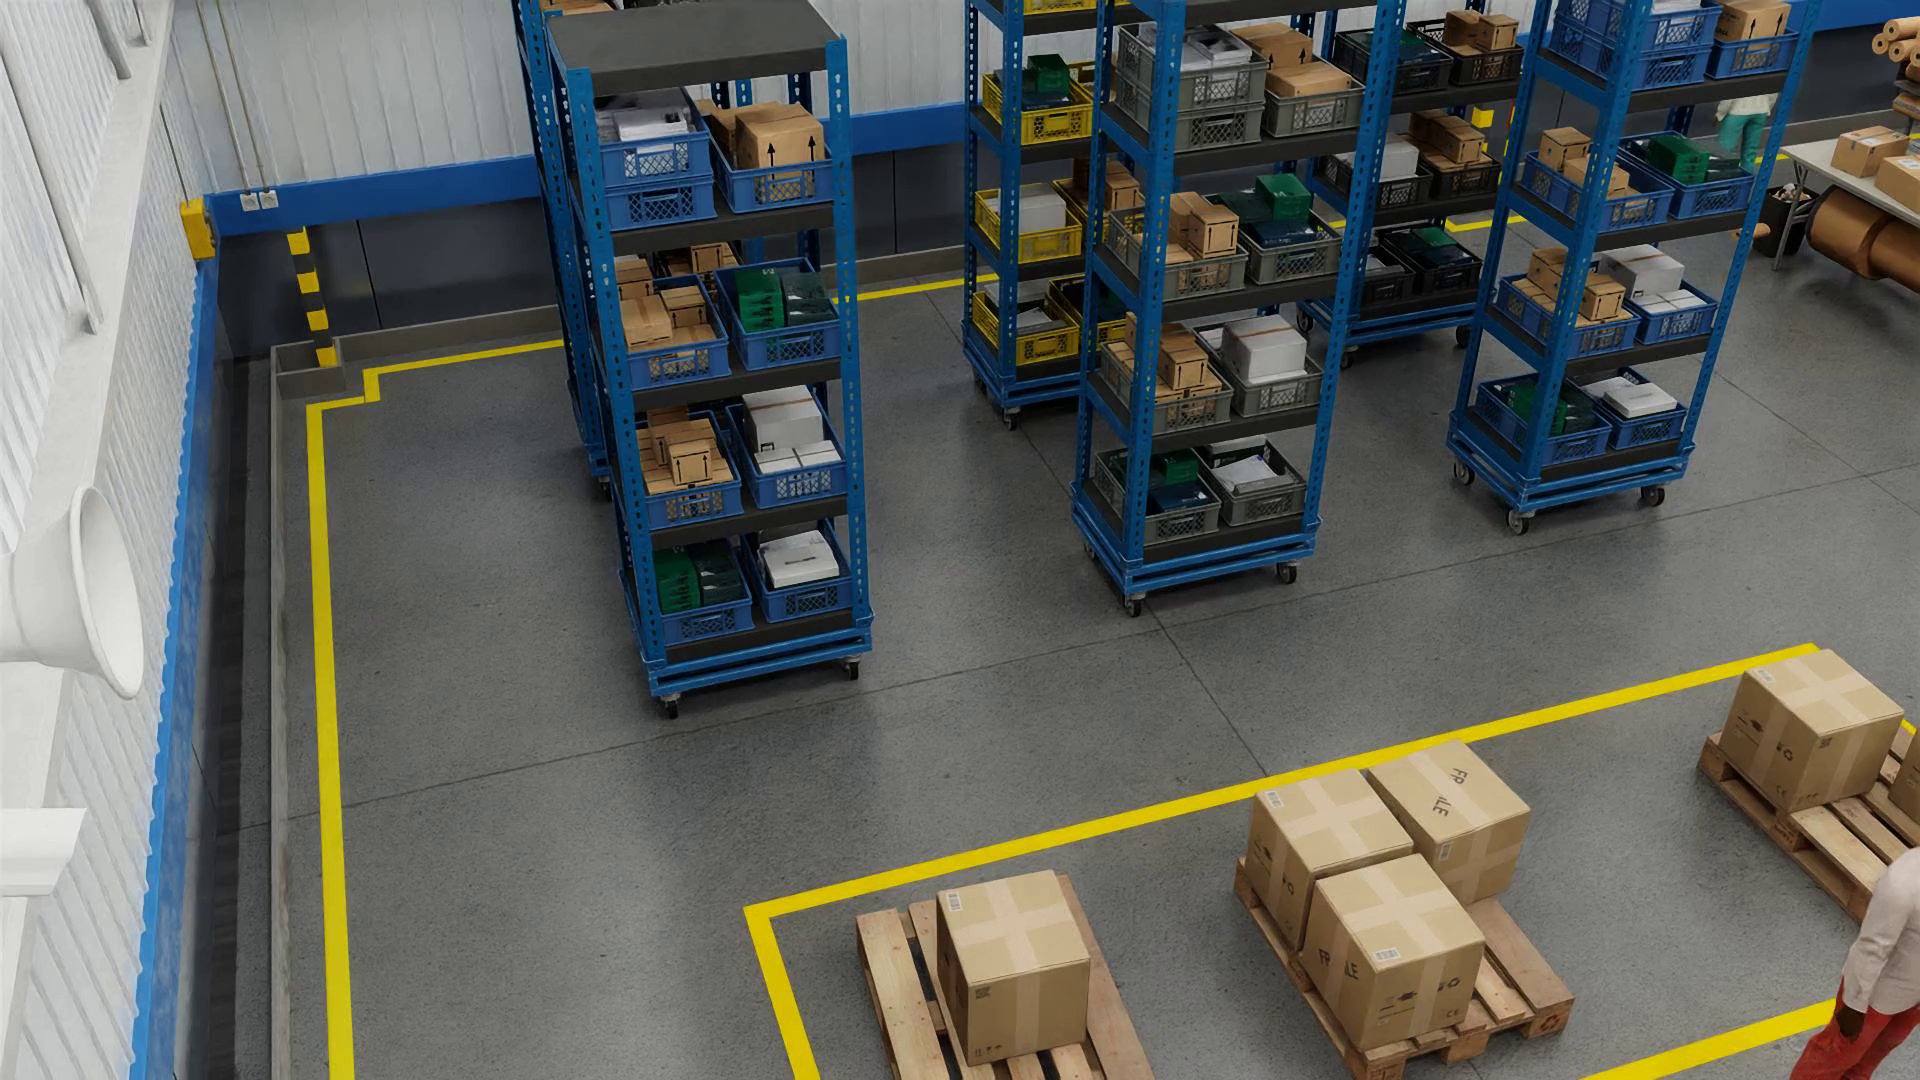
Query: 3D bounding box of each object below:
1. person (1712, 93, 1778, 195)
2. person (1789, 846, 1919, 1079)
[{"bbox_3d":[6.504,-3.566,13.810,0.529,1.767,0.327,-8,36,-11],"label":"person"},{"bbox_3d":[3.536,1.657,6.219,0.609,1.984,0.396,-14,37,-18],"label":"person"}]
